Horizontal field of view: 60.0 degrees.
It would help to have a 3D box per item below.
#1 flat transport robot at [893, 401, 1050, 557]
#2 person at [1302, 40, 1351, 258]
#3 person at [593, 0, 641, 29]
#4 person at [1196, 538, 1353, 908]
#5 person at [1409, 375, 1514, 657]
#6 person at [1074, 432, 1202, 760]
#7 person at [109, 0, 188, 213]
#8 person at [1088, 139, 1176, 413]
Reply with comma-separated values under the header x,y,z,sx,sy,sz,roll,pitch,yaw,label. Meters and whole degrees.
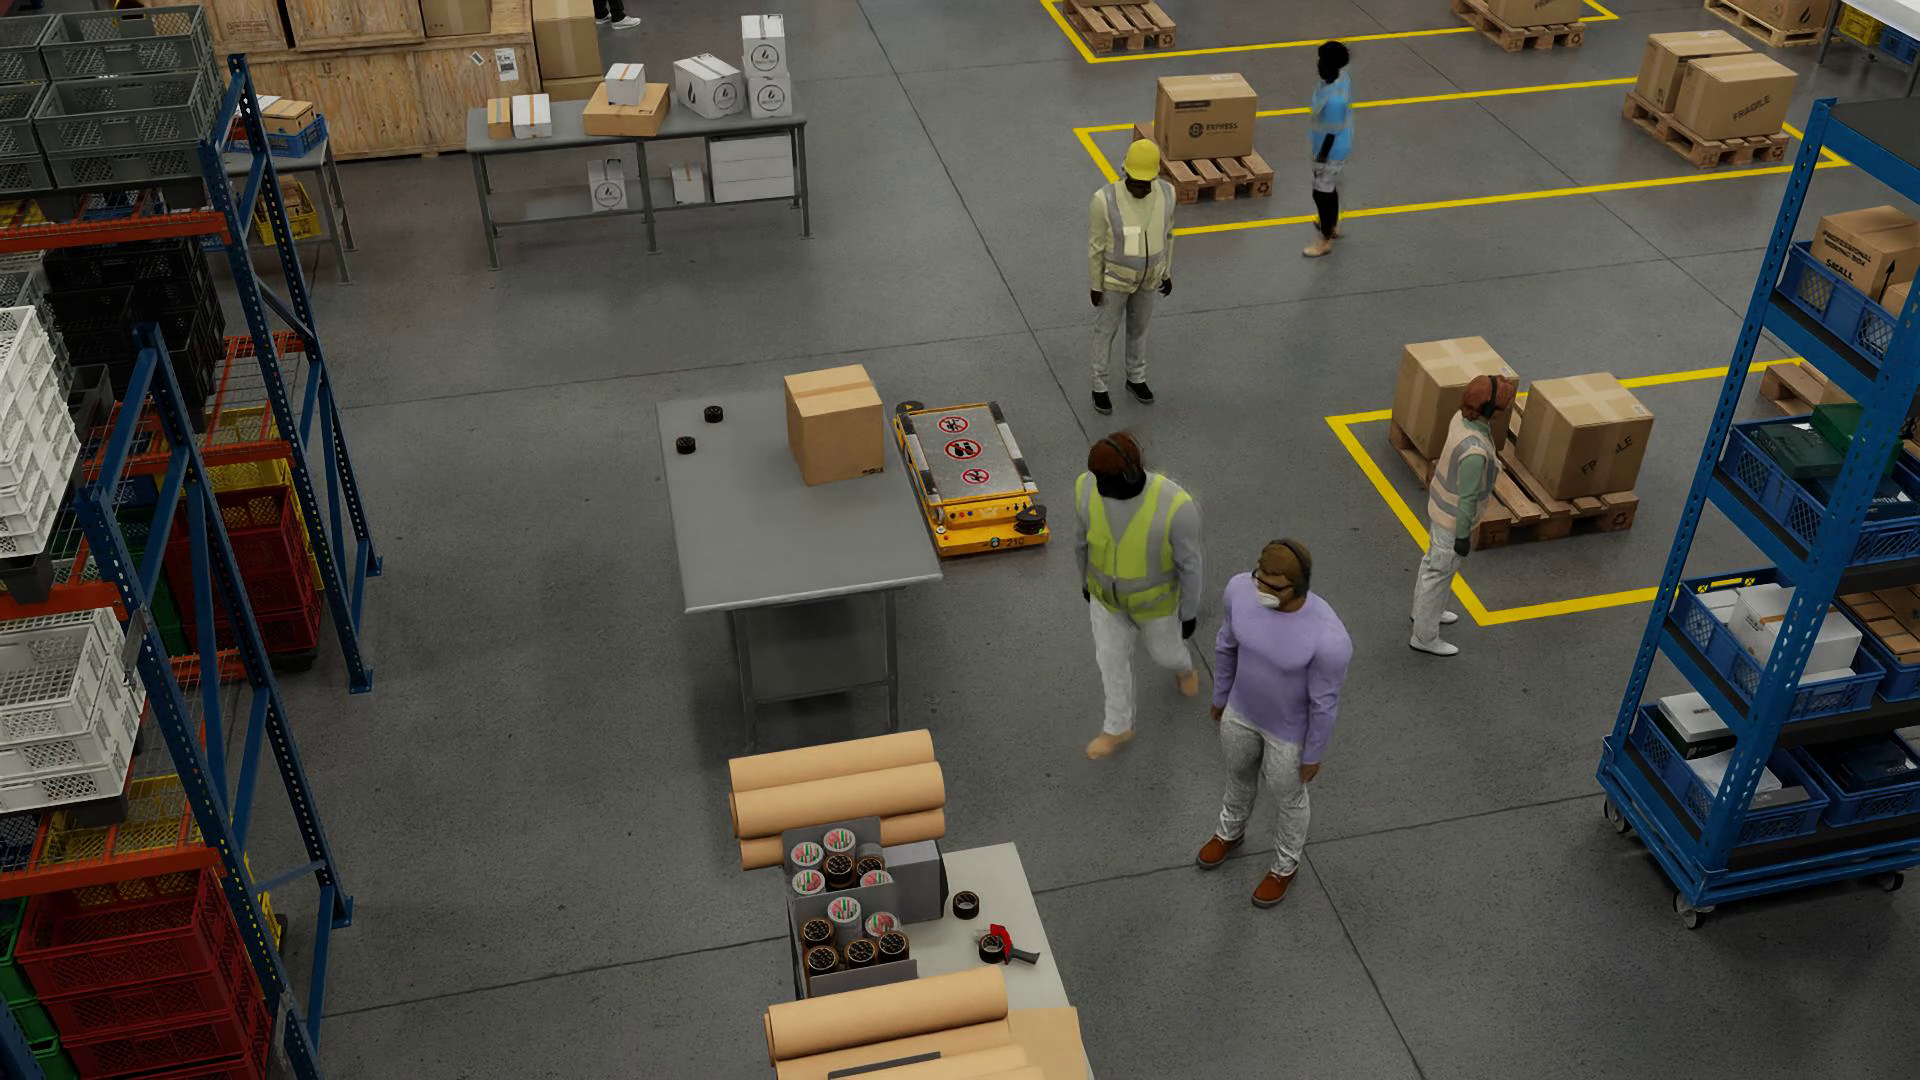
x,y,z,sx,sy,sz,roll,pitch,yaw,label
0.046,-0.430,10.108,0.652,0.197,1.431,-8,37,-10,flat transport robot
2.733,-2.912,12.281,0.398,1.662,0.663,6,37,7,person
-3.493,-5.966,16.180,0.597,1.916,0.371,27,44,31,person
1.330,0.766,7.127,0.380,1.930,0.624,-29,46,-33,person
2.560,-0.135,8.580,0.313,1.634,0.514,6,37,8,person
0.878,0.197,8.005,0.676,1.803,0.739,19,41,23,person
-5.972,-3.153,12.434,0.515,1.877,0.328,-17,40,-21,person
1.080,-1.663,10.472,0.587,1.826,0.404,-13,39,-17,person
